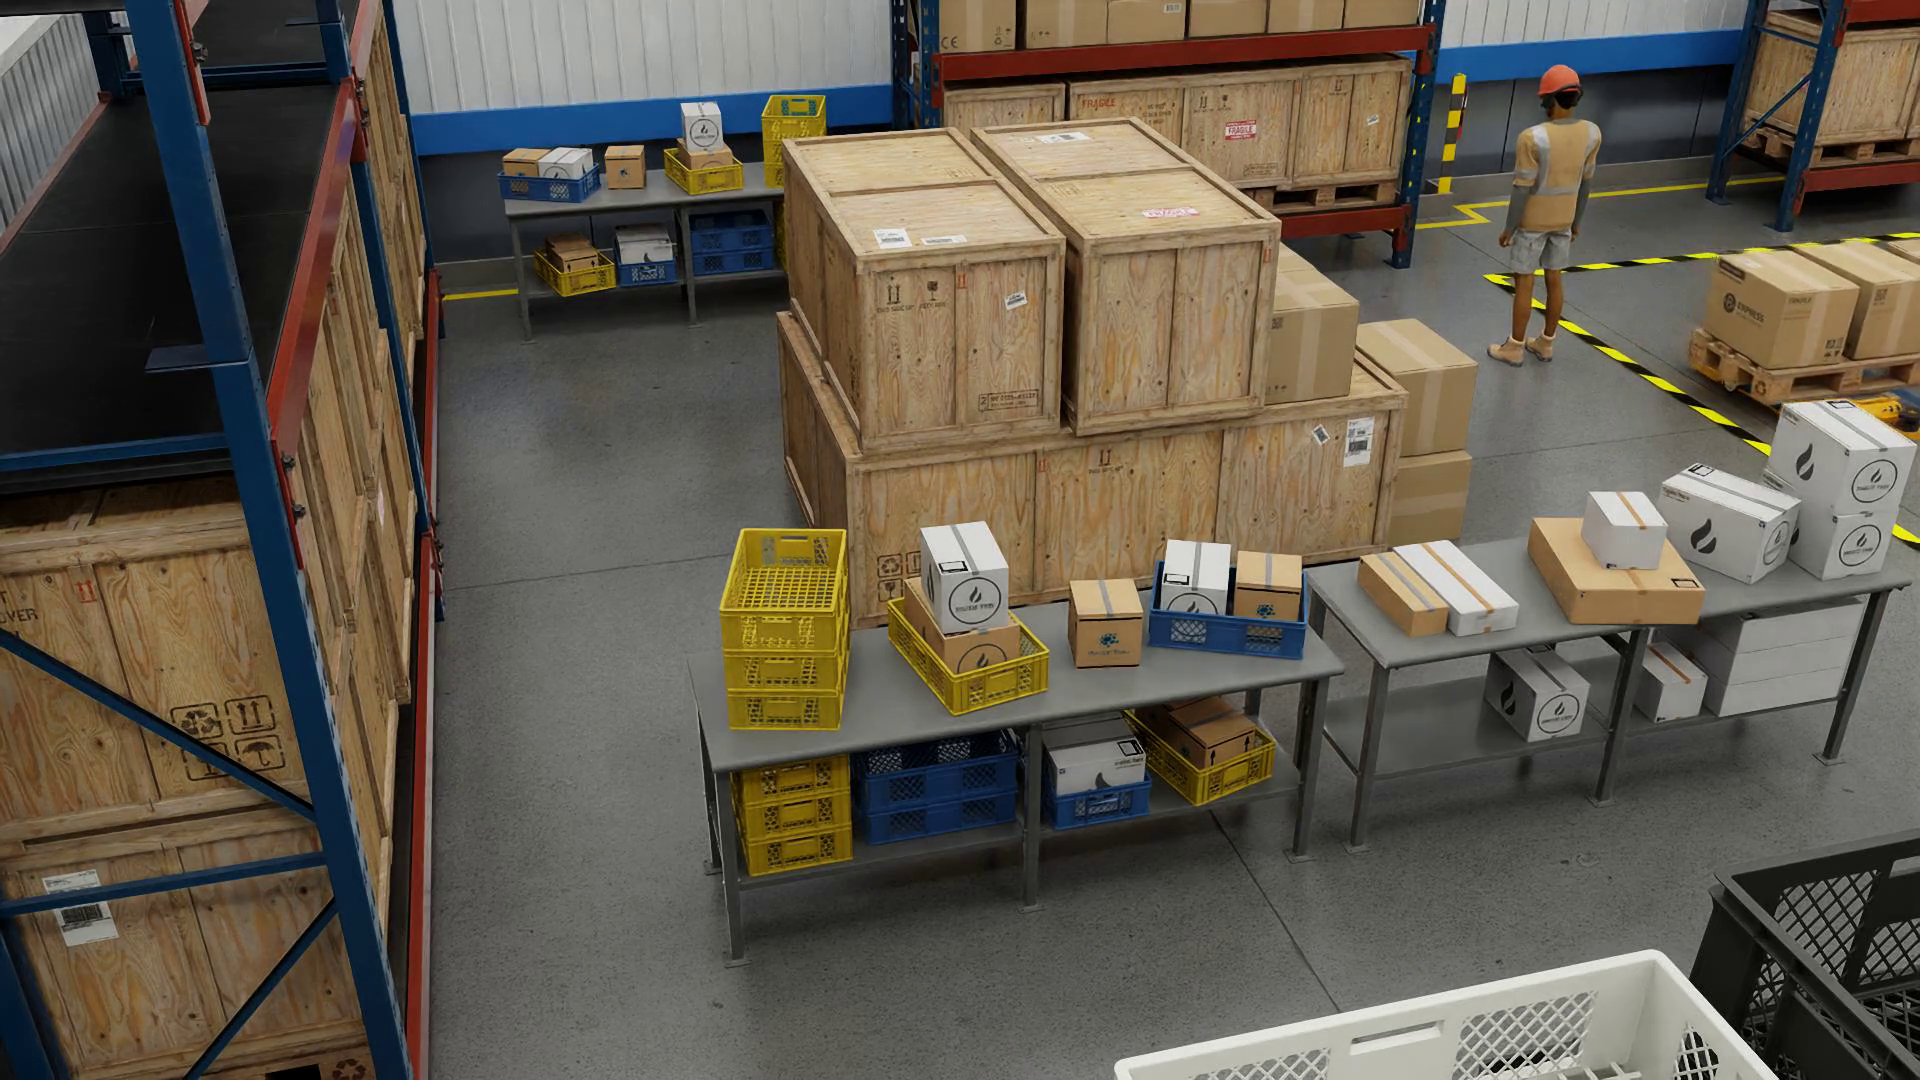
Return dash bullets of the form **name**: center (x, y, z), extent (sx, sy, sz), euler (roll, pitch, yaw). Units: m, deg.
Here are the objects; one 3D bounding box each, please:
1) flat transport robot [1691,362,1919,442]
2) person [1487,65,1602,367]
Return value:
- **flat transport robot**: center (5.532, -0.988, 10.882), extent (0.652, 0.197, 1.431), euler (-7, 30, -13)
- **person**: center (3.917, -2.164, 11.220), extent (0.607, 2.031, 0.406), euler (-8, 30, -15)
